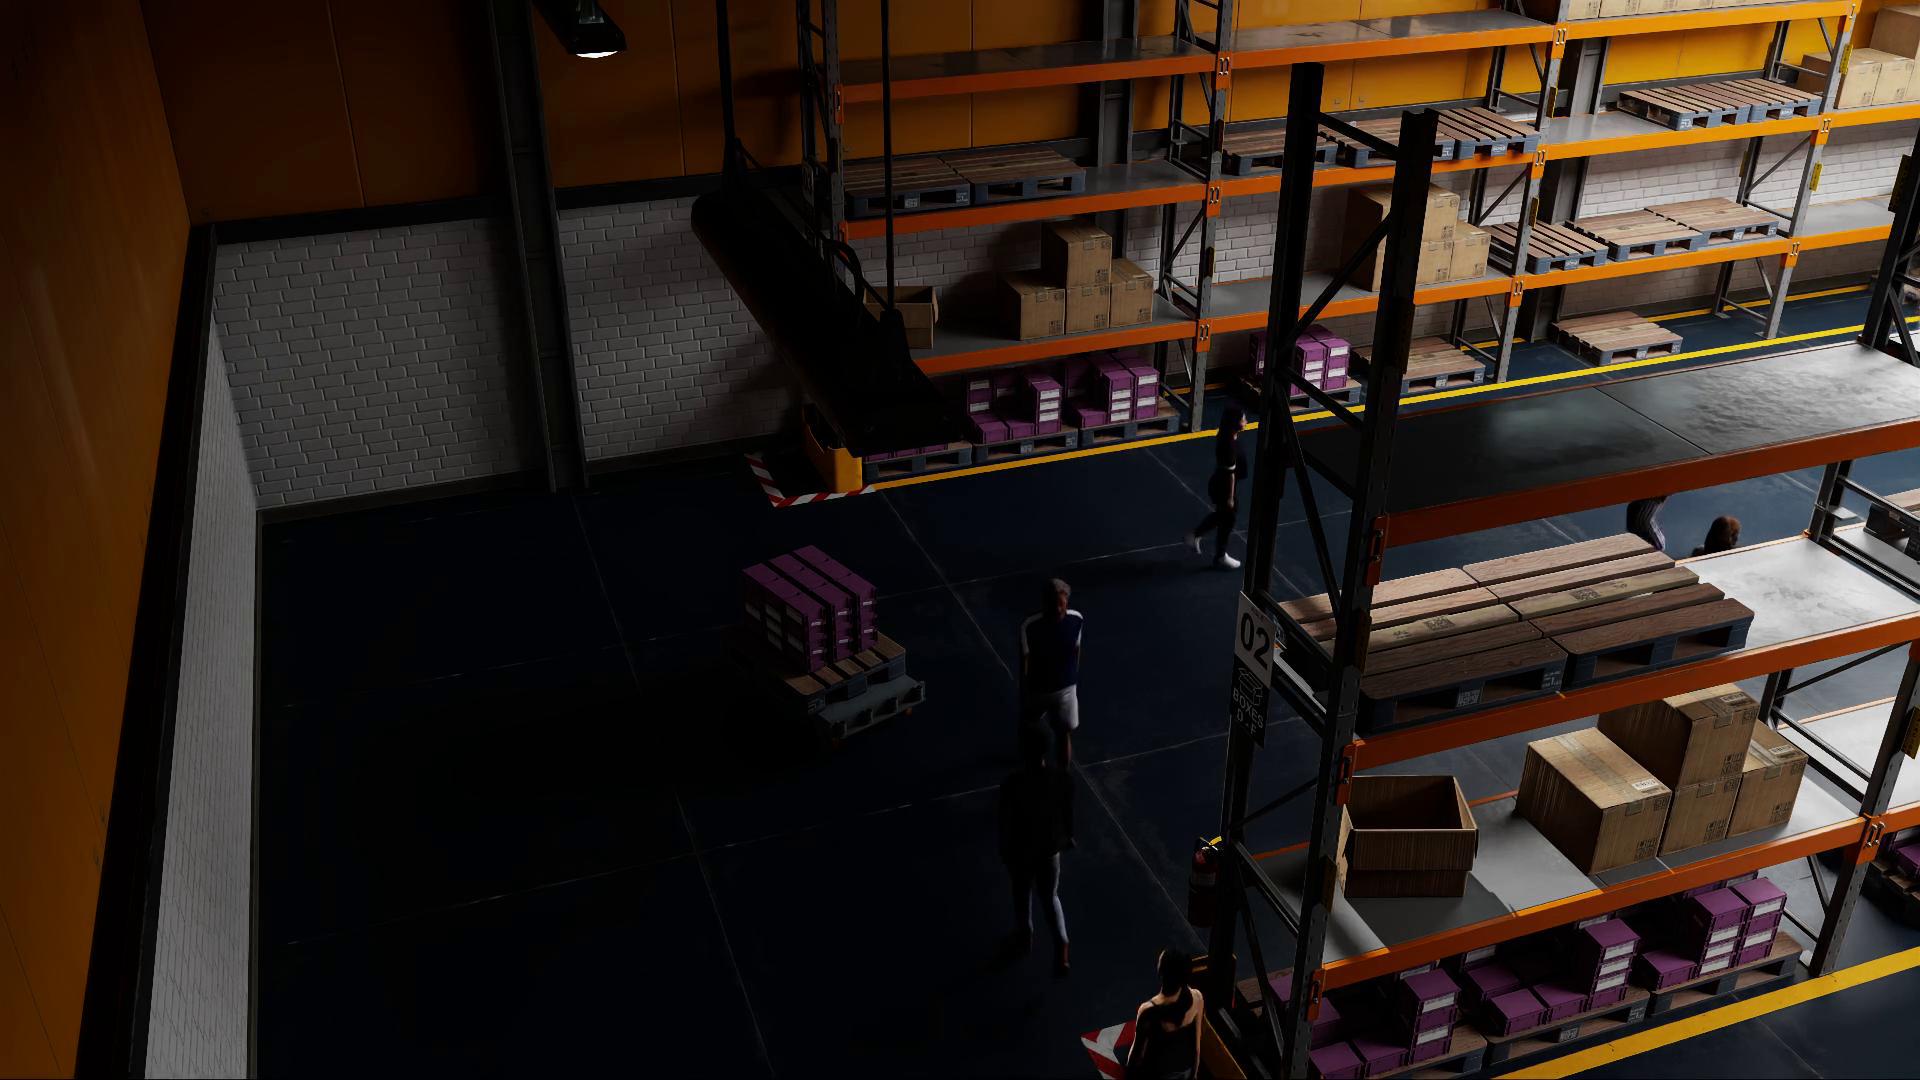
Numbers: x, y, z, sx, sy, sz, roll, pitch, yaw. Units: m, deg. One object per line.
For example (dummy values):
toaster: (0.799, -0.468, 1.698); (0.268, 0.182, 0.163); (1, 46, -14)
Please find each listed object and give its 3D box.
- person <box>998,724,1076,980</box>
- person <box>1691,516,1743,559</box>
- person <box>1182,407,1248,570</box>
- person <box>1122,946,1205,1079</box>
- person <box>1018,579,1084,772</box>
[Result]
person: (0.503, 2.017, 10.553); (0.937, 1.814, 0.783); (-6, 29, -11)
person: (5.877, 0.622, 13.132); (0.564, 1.794, 0.628); (-17, 33, -28)
person: (2.359, -0.472, 15.310); (0.892, 1.627, 0.777); (2, 29, 4)
person: (1.143, 2.966, 8.944); (1.123, 1.690, 0.798); (-17, 33, -28)
person: (0.635, 1.027, 12.387); (1.199, 1.796, 0.834); (-6, 29, -11)
